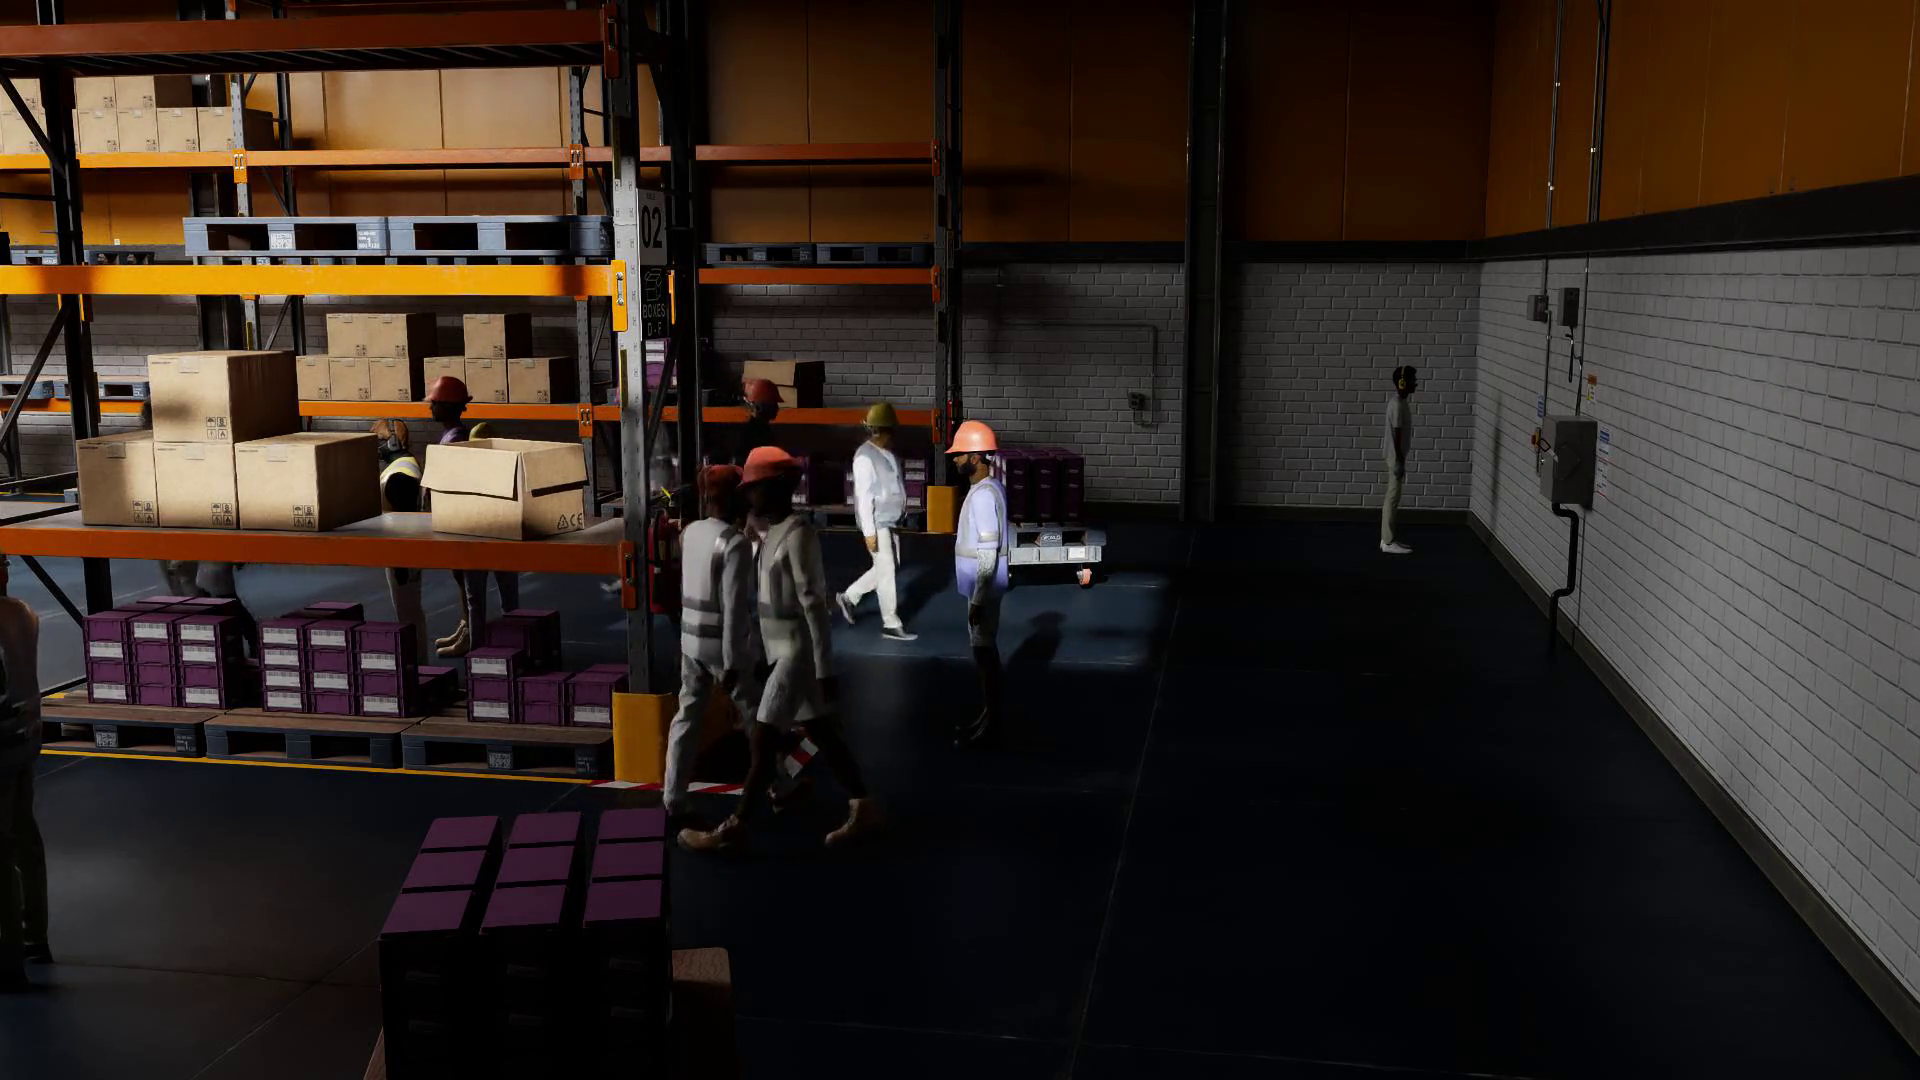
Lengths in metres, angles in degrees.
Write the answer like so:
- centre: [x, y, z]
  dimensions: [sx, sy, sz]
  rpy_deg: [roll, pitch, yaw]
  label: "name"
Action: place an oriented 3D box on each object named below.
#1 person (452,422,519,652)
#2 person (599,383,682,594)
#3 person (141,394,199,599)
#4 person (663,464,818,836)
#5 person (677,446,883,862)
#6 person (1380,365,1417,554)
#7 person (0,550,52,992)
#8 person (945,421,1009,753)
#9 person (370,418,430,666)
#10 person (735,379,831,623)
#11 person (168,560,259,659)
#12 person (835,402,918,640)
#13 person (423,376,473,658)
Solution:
- centre: [-3.250, 0.076, 11.460]
  dimensions: [0.524, 1.769, 0.325]
  rpy_deg: [-3, 10, -16]
  label: "person"
- centre: [-2.694, -0.445, 14.324]
  dimensions: [1.000, 1.872, 0.579]
  rpy_deg: [-5, 11, -30]
  label: "person"
- centre: [-5.754, -0.126, 12.180]
  dimensions: [0.635, 1.937, 0.352]
  rpy_deg: [7, 11, 37]
  label: "person"
- centre: [-1.152, 0.532, 8.392]
  dimensions: [0.588, 1.837, 0.944]
  rpy_deg: [9, 13, 44]
  label: "person"
- centre: [-0.835, 0.540, 7.971]
  dimensions: [1.030, 1.964, 0.664]
  rpy_deg: [-3, 10, -17]
  label: "person"
- centre: [4.392, -0.807, 16.616]
  dimensions: [0.336, 1.873, 0.521]
  rpy_deg: [2, 9, 14]
  label: "person"
- centre: [-3.805, 0.846, 6.479]
  dimensions: [0.404, 1.833, 0.605]
  rpy_deg: [-1, 9, -7]
  label: "person"
- centre: [0.097, 0.273, 9.713]
  dimensions: [0.373, 1.934, 0.551]
  rpy_deg: [1, 9, 4]
  label: "person"
- centre: [-3.757, 0.097, 11.145]
  dimensions: [0.430, 1.836, 0.618]
  rpy_deg: [-3, 10, -17]
  label: "person"
- centre: [-1.462, -0.282, 13.111]
  dimensions: [0.980, 1.949, 0.618]
  rpy_deg: [0, 9, 1]
  label: "person"
- centre: [-5.248, 0.102, 11.635]
  dimensions: [0.886, 1.644, 0.544]
  rpy_deg: [1, 9, 5]
  label: "person"
- centre: [-0.644, -0.150, 12.720]
  dimensions: [0.701, 1.815, 0.614]
  rpy_deg: [3, 10, 19]
  label: "person"
- centre: [-3.683, -0.168, 12.106]
  dimensions: [0.365, 2.048, 0.608]
  rpy_deg: [-3, 10, -17]
  label: "person"
